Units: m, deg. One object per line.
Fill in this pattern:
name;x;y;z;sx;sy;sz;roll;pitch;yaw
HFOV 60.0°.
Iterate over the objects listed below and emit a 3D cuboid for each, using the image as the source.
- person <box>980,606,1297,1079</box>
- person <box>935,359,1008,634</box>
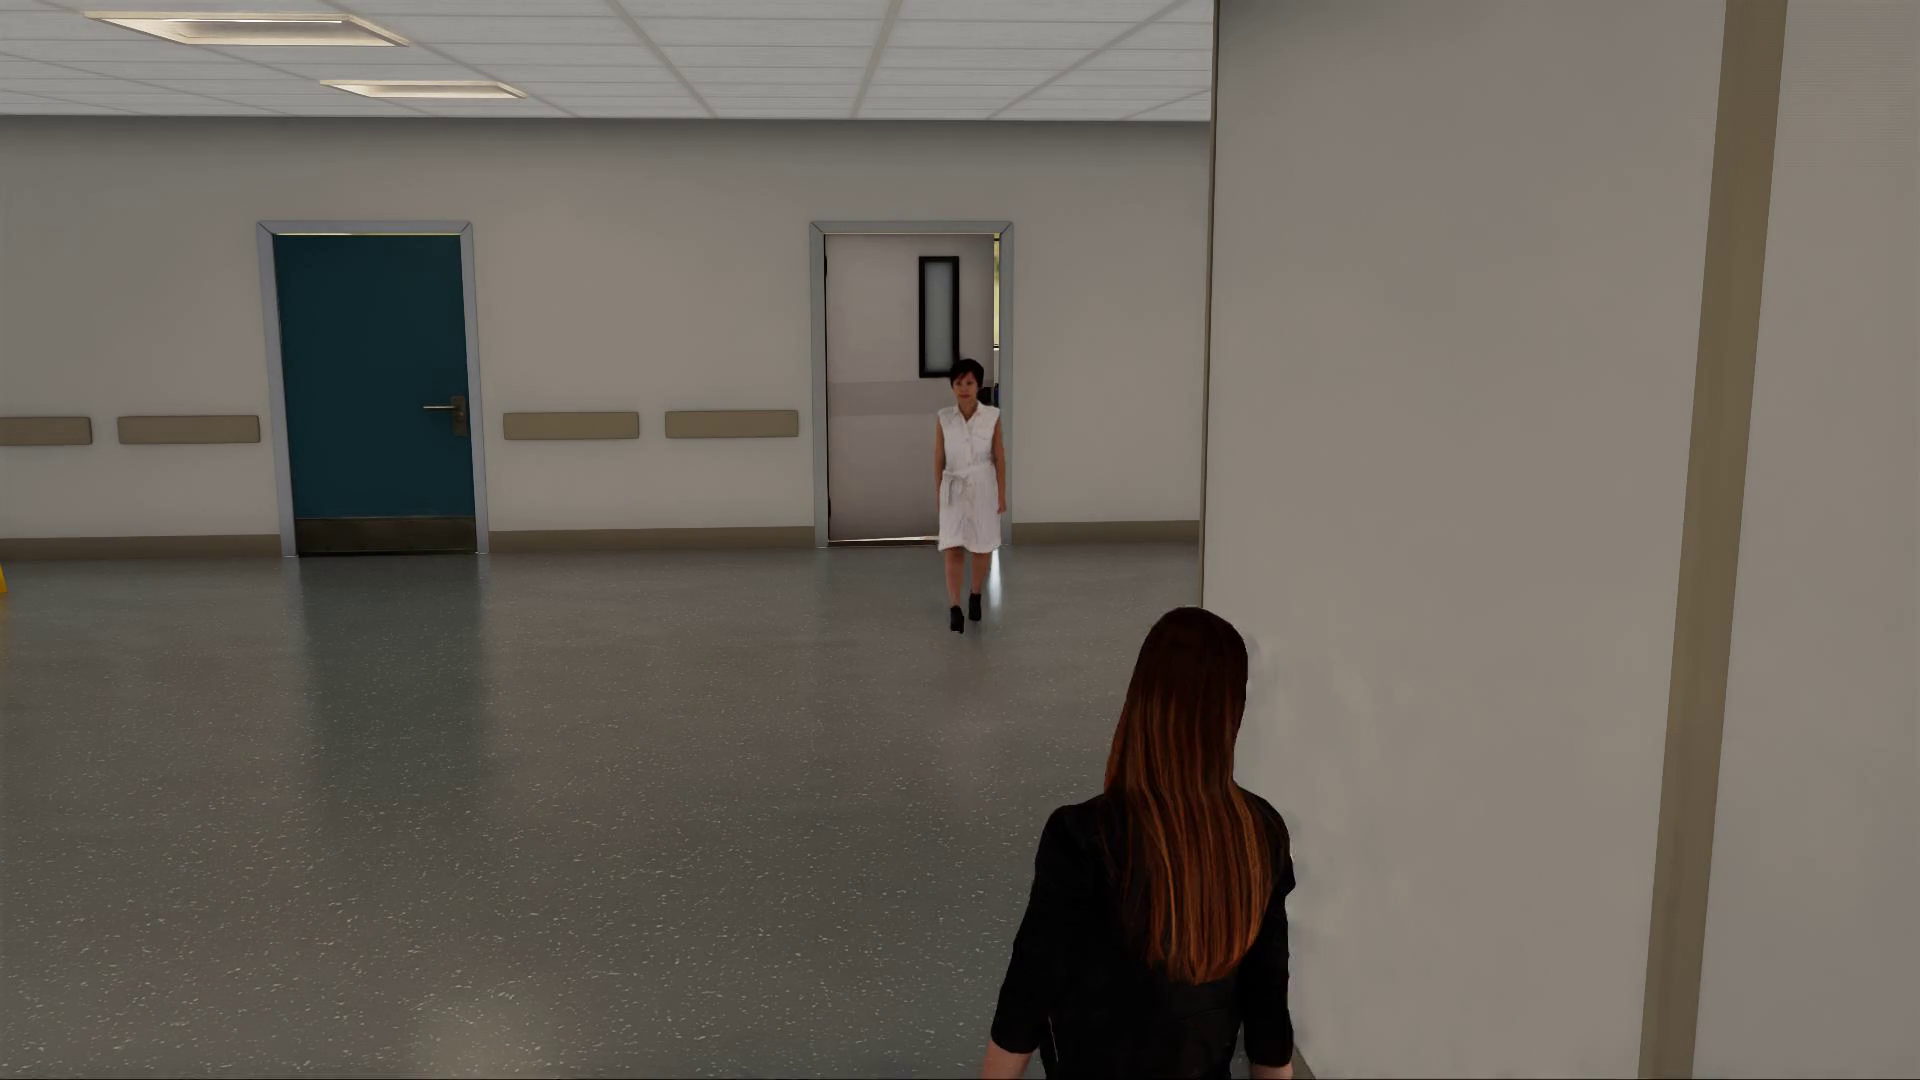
person;0.341;0.989;2.554;1.204;1.663;1.061;-7;13;-31
person;0.063;-0.246;9.456;0.914;1.518;0.667;0;11;0
